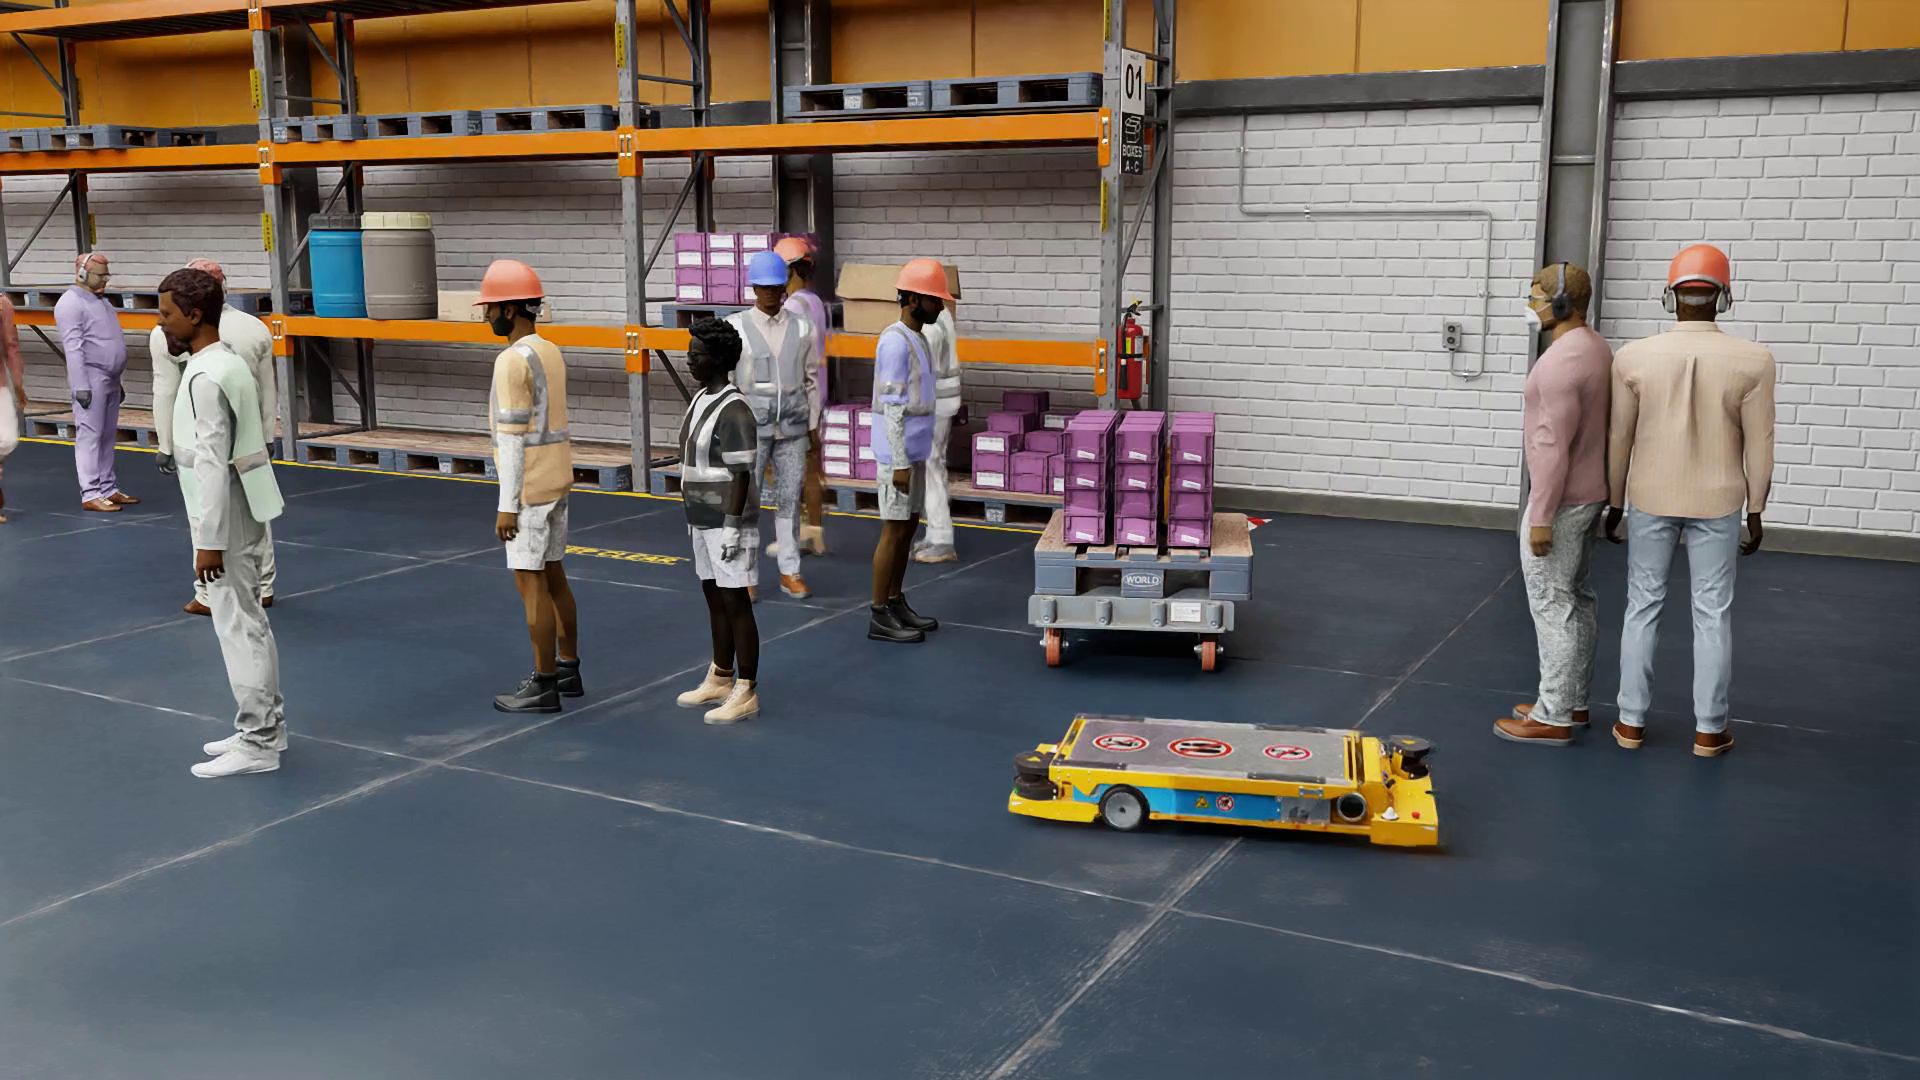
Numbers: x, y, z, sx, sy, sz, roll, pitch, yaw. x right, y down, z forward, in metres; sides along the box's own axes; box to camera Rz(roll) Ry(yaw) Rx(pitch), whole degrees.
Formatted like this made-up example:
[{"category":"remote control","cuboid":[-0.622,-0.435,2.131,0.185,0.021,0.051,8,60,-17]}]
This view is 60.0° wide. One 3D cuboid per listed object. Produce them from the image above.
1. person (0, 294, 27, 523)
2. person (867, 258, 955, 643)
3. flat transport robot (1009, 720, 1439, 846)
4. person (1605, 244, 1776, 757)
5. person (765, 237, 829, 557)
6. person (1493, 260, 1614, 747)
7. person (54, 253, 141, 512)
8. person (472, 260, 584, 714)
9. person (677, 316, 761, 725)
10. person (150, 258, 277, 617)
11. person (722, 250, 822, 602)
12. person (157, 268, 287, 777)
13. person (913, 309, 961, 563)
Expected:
[{"category":"person","cuboid":[-6.980,-1.101,11.766,0.551,1.978,0.647,9,13,40]},{"category":"person","cuboid":[-0.234,-0.441,8.344,0.420,1.920,0.544,3,11,14]},{"category":"flat transport robot","cuboid":[0.934,0.829,5.884,1.431,0.197,0.652,2,11,12]},{"category":"person","cuboid":[2.836,-0.147,6.508,0.608,1.995,0.380,5,11,26]},{"category":"person","cuboid":[-1.059,-0.882,10.479,0.526,2.012,0.617,3,11,14]},{"category":"person","cuboid":[2.406,-0.140,6.656,0.366,1.932,0.632,7,12,33]},{"category":"person","cuboid":[-6.394,-1.168,12.361,0.407,1.902,0.639,-1,10,-5]},{"category":"person","cuboid":[-1.854,-0.220,7.108,0.388,1.929,0.539,1,10,4]},{"category":"person","cuboid":[-1.012,-0.084,6.976,0.318,1.697,0.535,-6,12,-28]},{"category":"person","cuboid":[-3.999,-0.546,8.934,0.638,1.910,0.407,-10,14,-44]},{"category":"person","cuboid":[-1.057,-0.623,9.242,0.615,1.945,0.404,-5,11,-24]},{"category":"person","cuboid":[-2.765,-0.064,6.299,0.390,1.911,0.585,-4,11,-20]},{"category":"person","cuboid":[-0.167,-0.787,10.408,0.356,1.858,0.685,2,10,10]}]
